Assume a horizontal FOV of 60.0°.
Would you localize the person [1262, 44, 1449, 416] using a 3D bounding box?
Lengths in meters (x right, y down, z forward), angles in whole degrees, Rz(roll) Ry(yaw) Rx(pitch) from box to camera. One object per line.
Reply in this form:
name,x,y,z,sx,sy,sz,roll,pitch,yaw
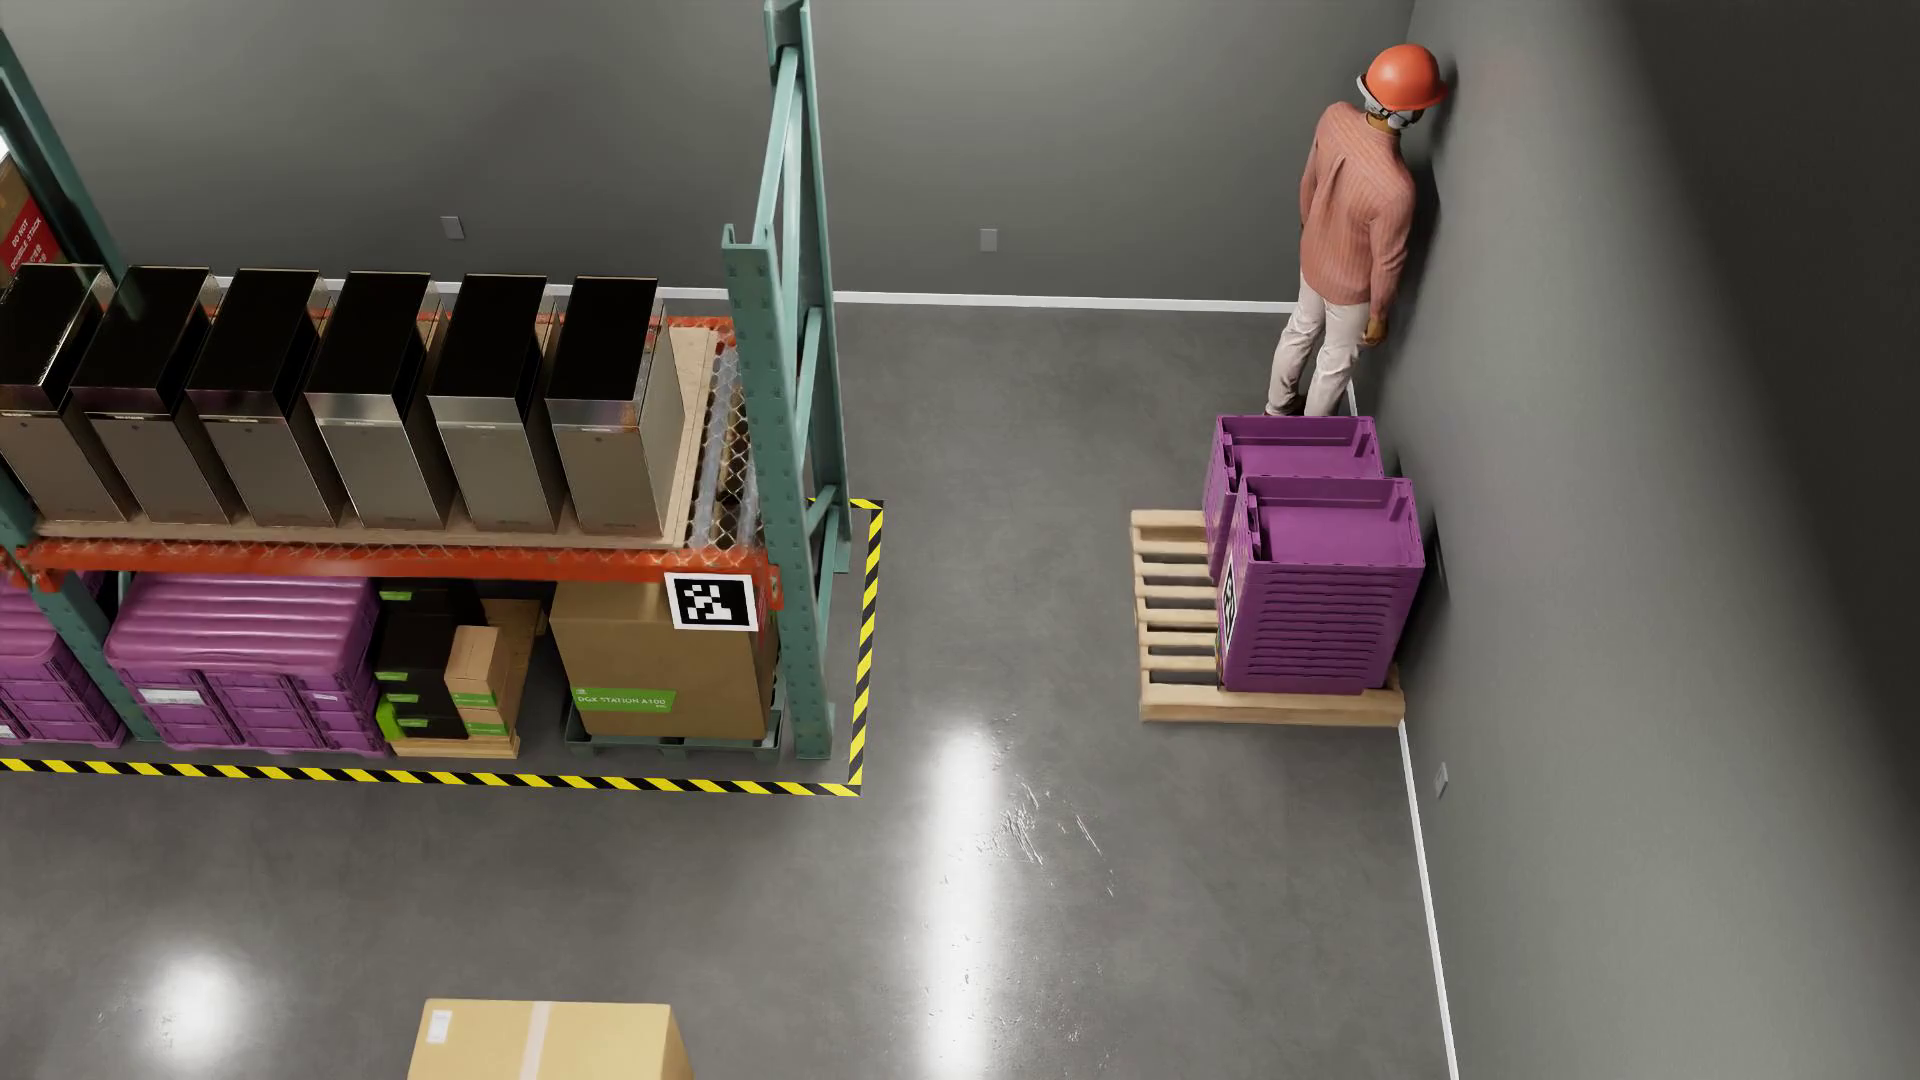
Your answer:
person,1.527,-1.068,6.498,0.396,1.993,0.617,-16,54,-12
